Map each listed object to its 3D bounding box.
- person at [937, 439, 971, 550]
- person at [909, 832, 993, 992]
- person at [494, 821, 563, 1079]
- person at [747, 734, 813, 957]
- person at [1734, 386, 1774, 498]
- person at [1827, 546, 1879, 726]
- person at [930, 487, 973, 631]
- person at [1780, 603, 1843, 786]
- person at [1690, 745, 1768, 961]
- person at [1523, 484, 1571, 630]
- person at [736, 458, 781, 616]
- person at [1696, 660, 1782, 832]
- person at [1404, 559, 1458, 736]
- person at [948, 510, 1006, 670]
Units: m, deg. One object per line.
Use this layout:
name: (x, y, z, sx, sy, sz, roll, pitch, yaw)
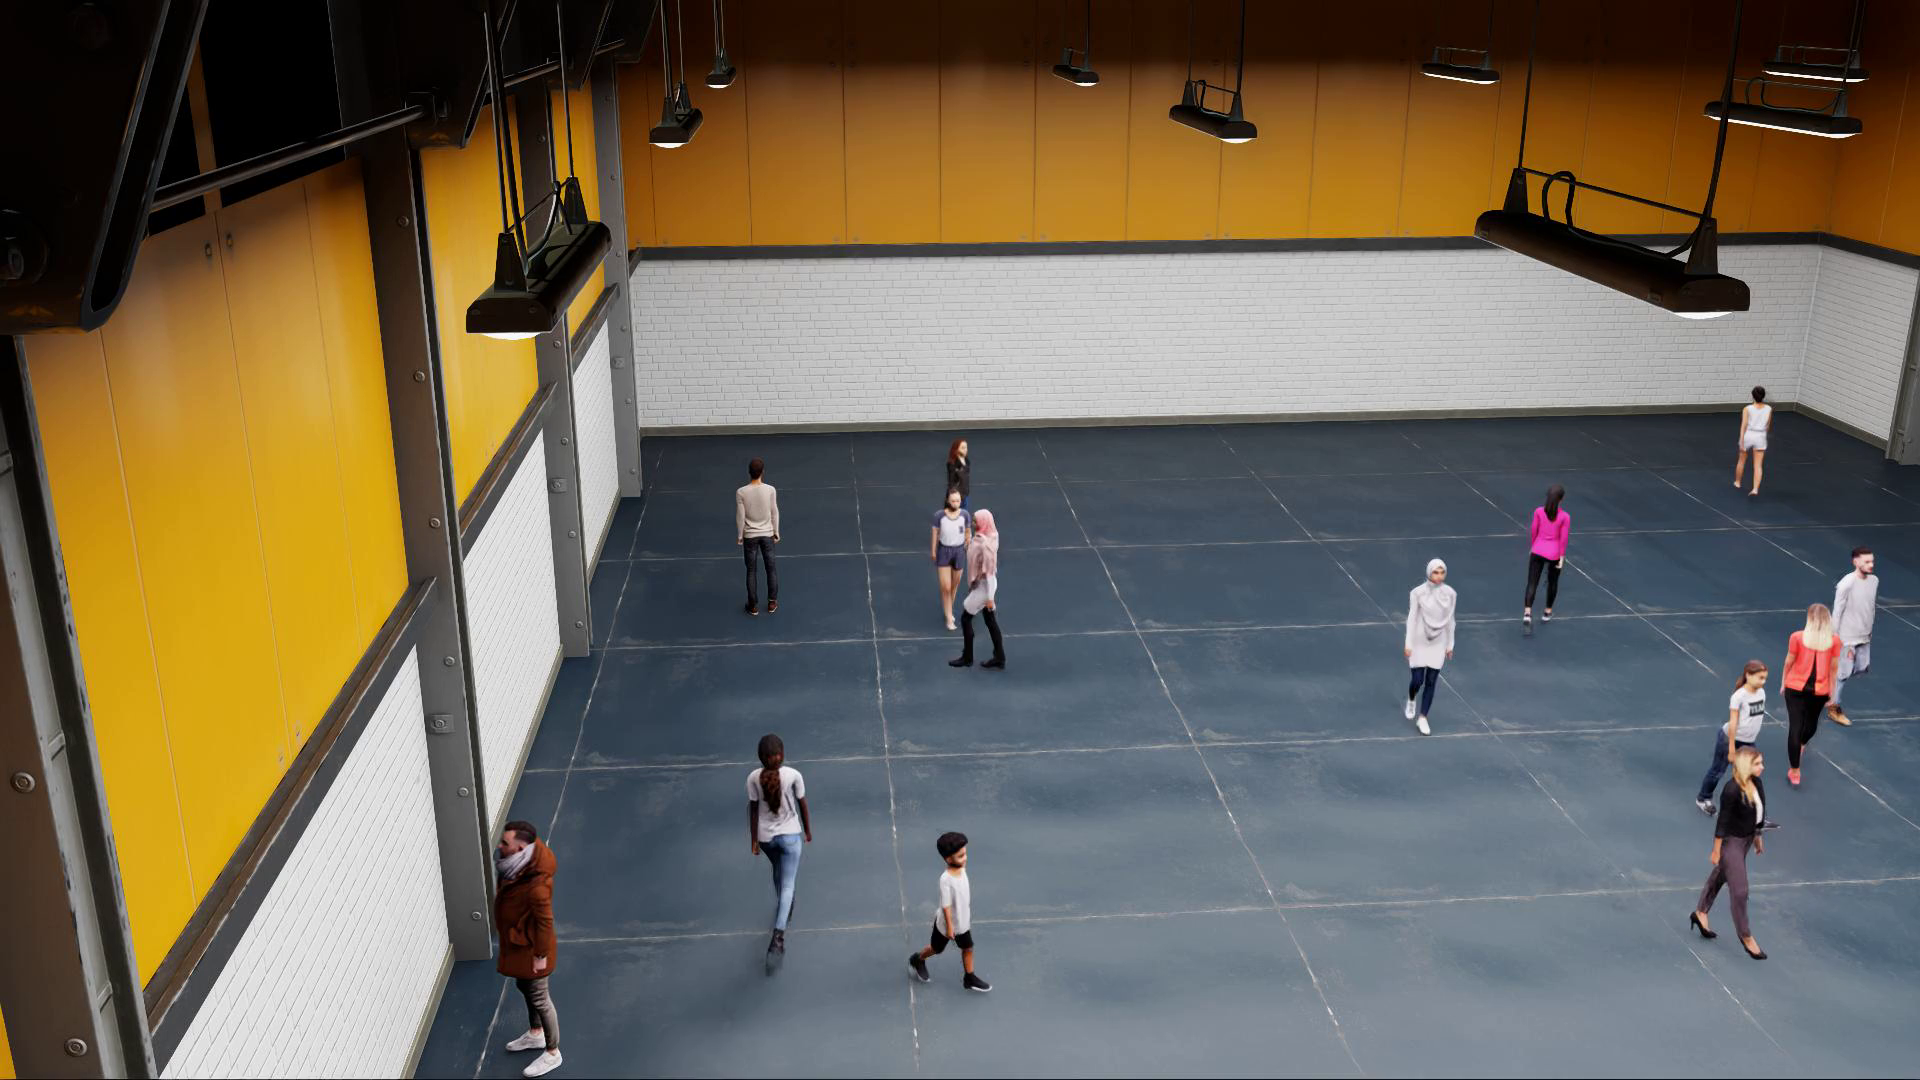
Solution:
person: (-0.079, -0.603, 21.613, 0.903, 1.460, 1.011, -17, 25, -41)
person: (-0.108, 2.708, 12.121, 0.861, 1.244, 0.855, 12, 22, 31)
person: (-2.888, 2.709, 11.186, 0.884, 1.838, 0.785, -11, 22, -30)
person: (-1.375, 2.323, 12.575, 0.762, 1.682, 1.190, 3, 19, 7)
person: (11.354, -1.379, 23.742, 0.812, 1.572, 1.113, 5, 19, 14)
person: (8.808, 0.908, 16.556, 0.822, 1.823, 0.900, -8, 20, -21)
person: (-0.138, 0.173, 19.047, 0.730, 1.628, 0.930, -6, 20, -18)
person: (7.776, 1.443, 15.259, 0.900, 1.637, 1.217, 6, 20, 18)
person: (5.798, 2.310, 12.664, 0.891, 1.651, 0.989, -16, 24, -39)
person: (6.617, 0.213, 18.866, 0.979, 1.667, 1.146, 10, 21, 28)
person: (-2.340, -0.047, 19.324, 0.689, 1.868, 0.625, -5, 19, -14)
person: (6.747, 1.745, 14.554, 0.754, 1.515, 1.111, -6, 20, -18)
person: (4.580, 1.007, 16.345, 0.643, 1.770, 0.706, 0, 19, 1)
person: (0.355, 0.550, 17.684, 0.773, 1.783, 0.814, 1, 19, 2)
